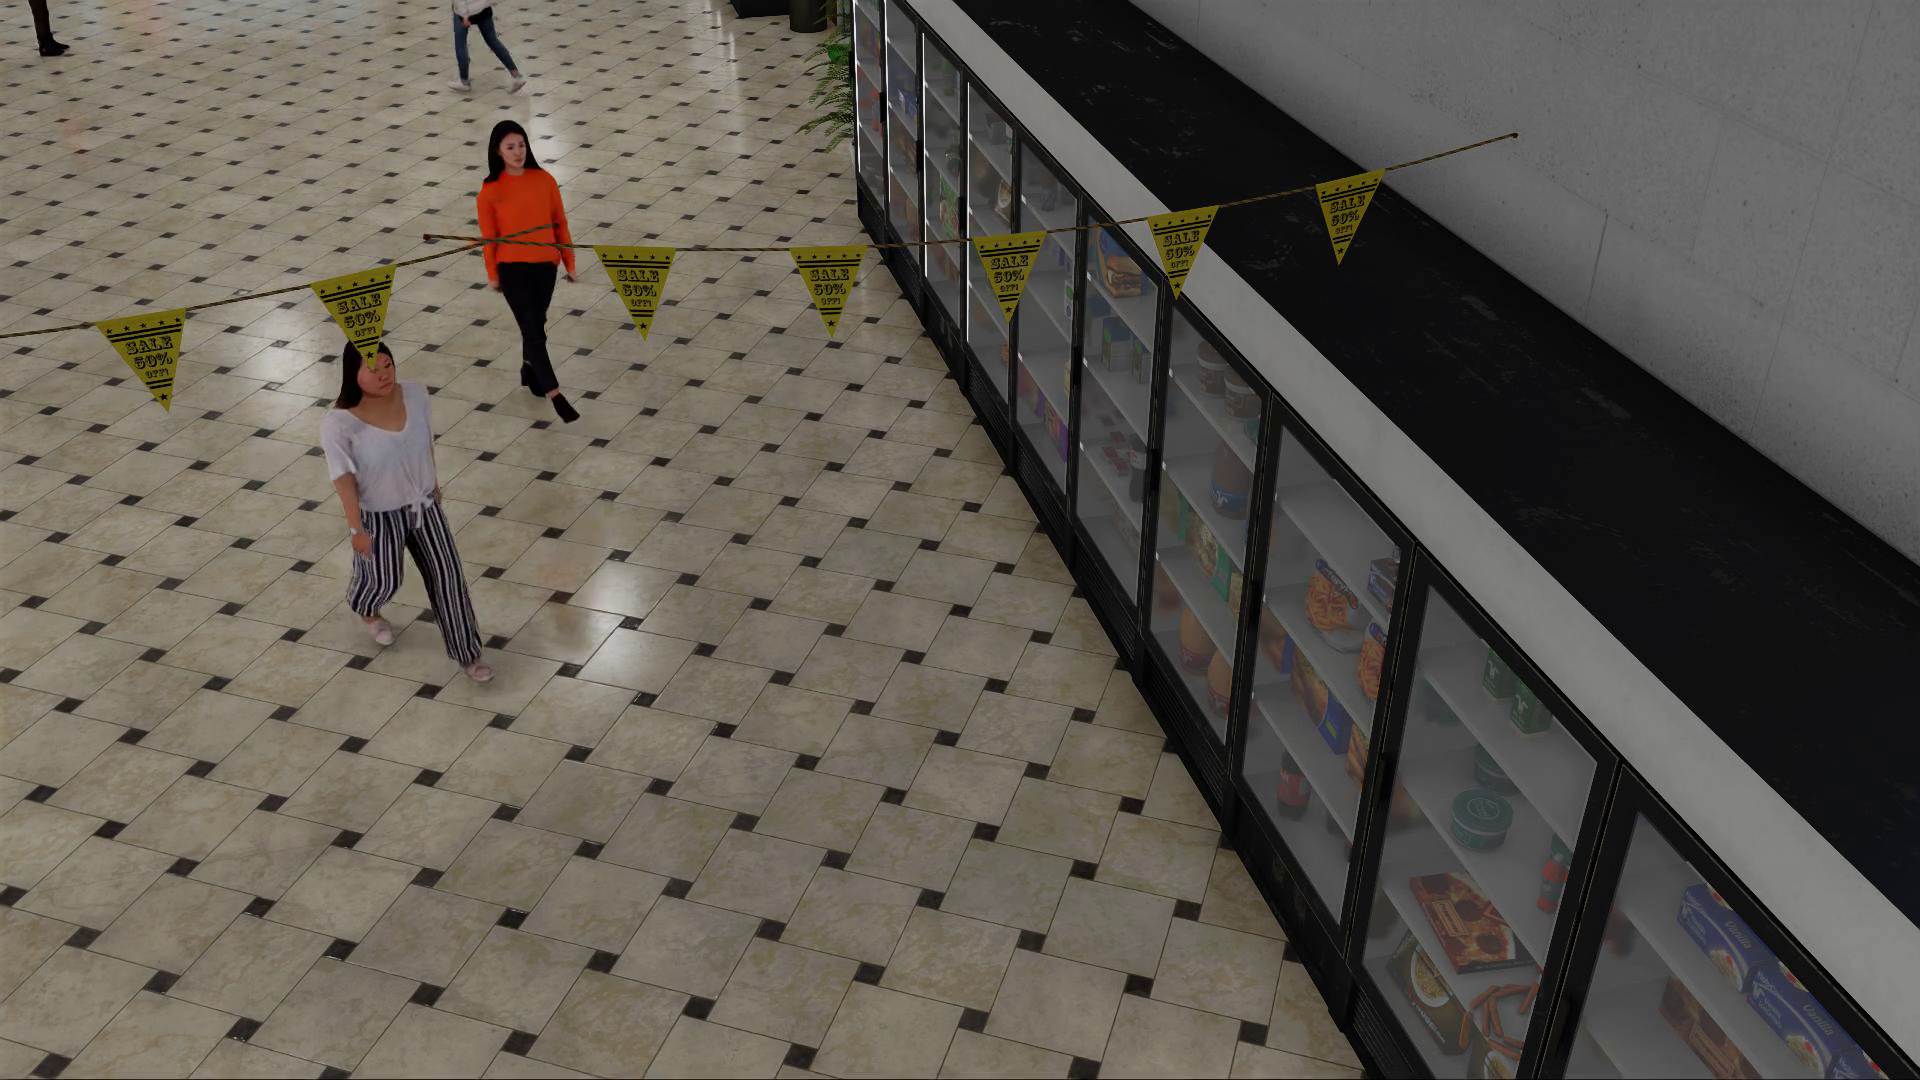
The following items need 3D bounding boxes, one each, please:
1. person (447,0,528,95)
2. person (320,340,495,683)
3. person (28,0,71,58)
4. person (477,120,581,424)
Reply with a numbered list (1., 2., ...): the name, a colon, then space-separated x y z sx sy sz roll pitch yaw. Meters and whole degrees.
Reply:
1. person: -4.247 -4.731 14.731 1.116 1.607 1.045 16 35 24
2. person: -2.547 -0.155 7.350 1.118 1.635 1.176 26 40 35
3. person: -8.913 -5.330 16.001 0.510 1.282 0.503 -4 32 -6
4. person: -2.507 -1.554 9.528 1.108 1.709 0.977 -23 38 -32
